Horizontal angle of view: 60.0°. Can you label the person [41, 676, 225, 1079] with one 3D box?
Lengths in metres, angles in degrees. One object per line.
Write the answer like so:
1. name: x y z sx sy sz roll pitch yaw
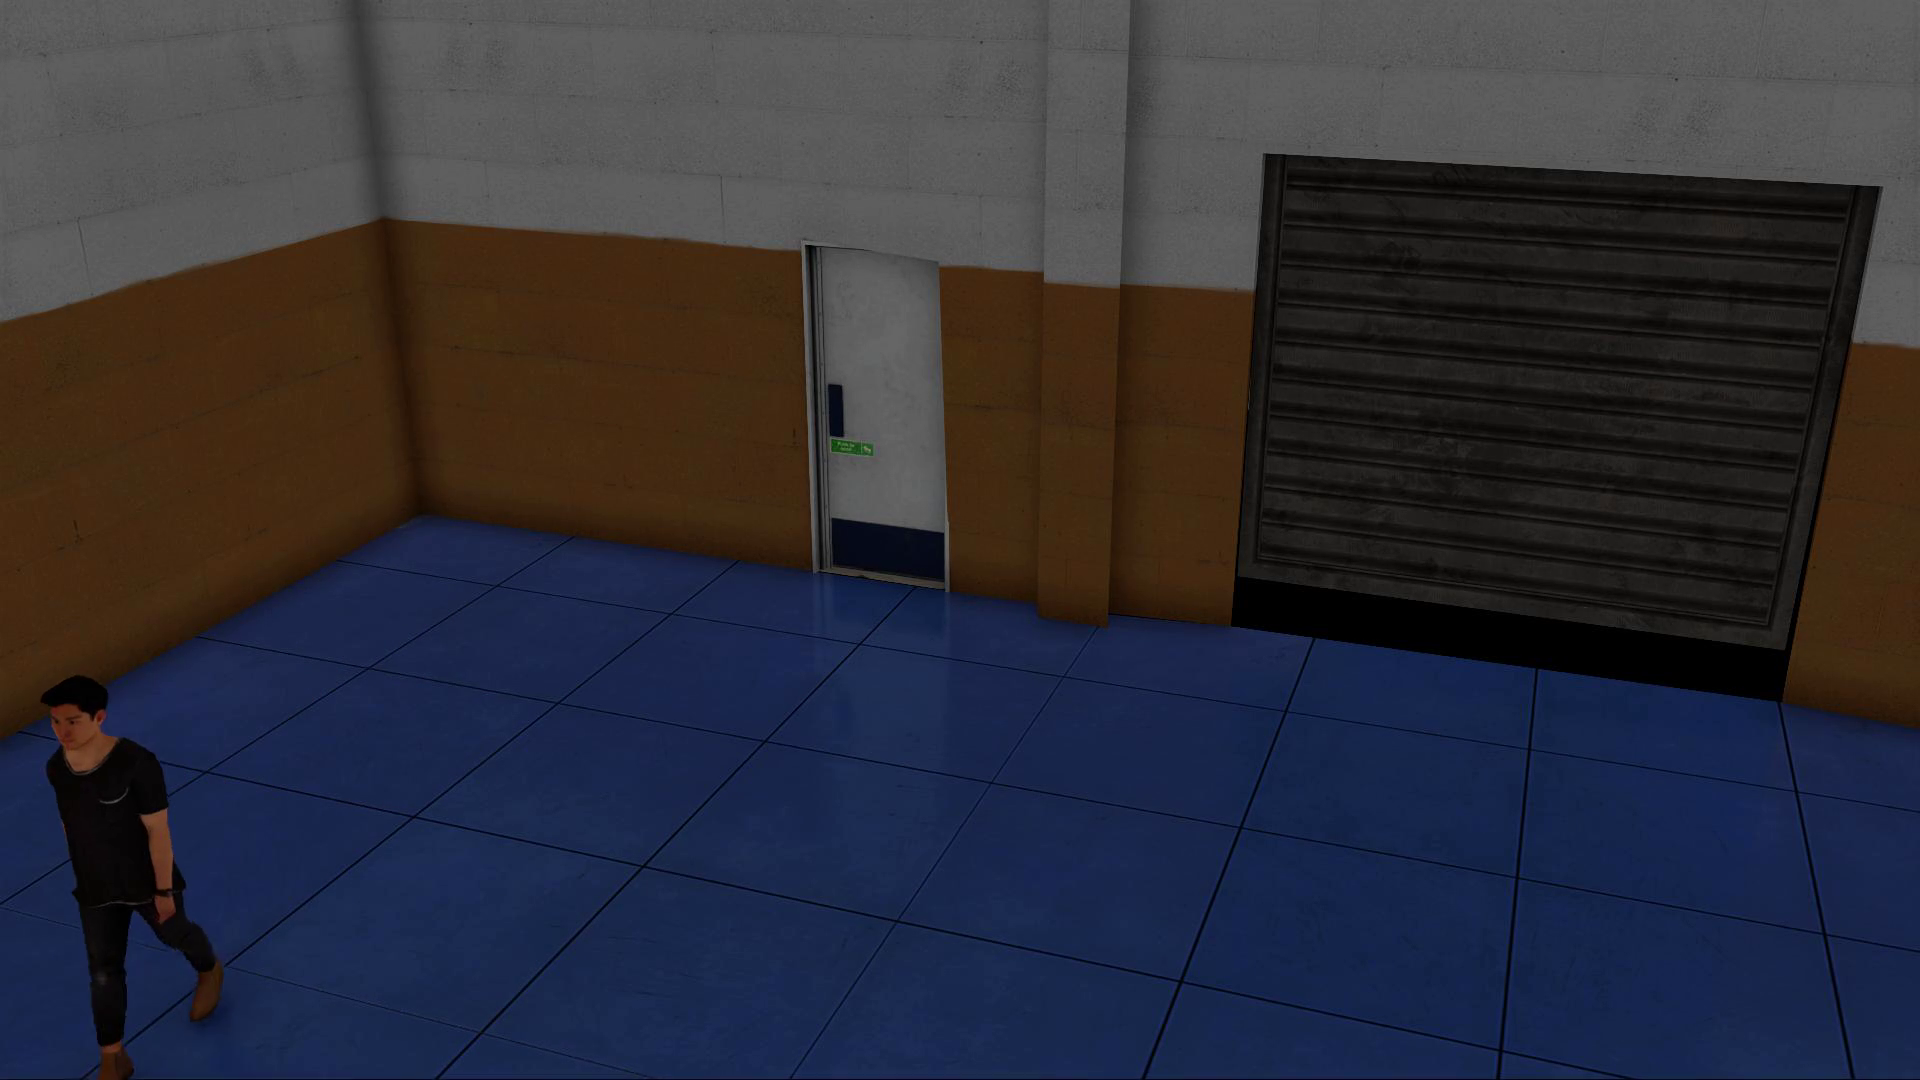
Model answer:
1. person: -3.249 1.278 6.590 1.098 1.678 0.901 2 22 4
